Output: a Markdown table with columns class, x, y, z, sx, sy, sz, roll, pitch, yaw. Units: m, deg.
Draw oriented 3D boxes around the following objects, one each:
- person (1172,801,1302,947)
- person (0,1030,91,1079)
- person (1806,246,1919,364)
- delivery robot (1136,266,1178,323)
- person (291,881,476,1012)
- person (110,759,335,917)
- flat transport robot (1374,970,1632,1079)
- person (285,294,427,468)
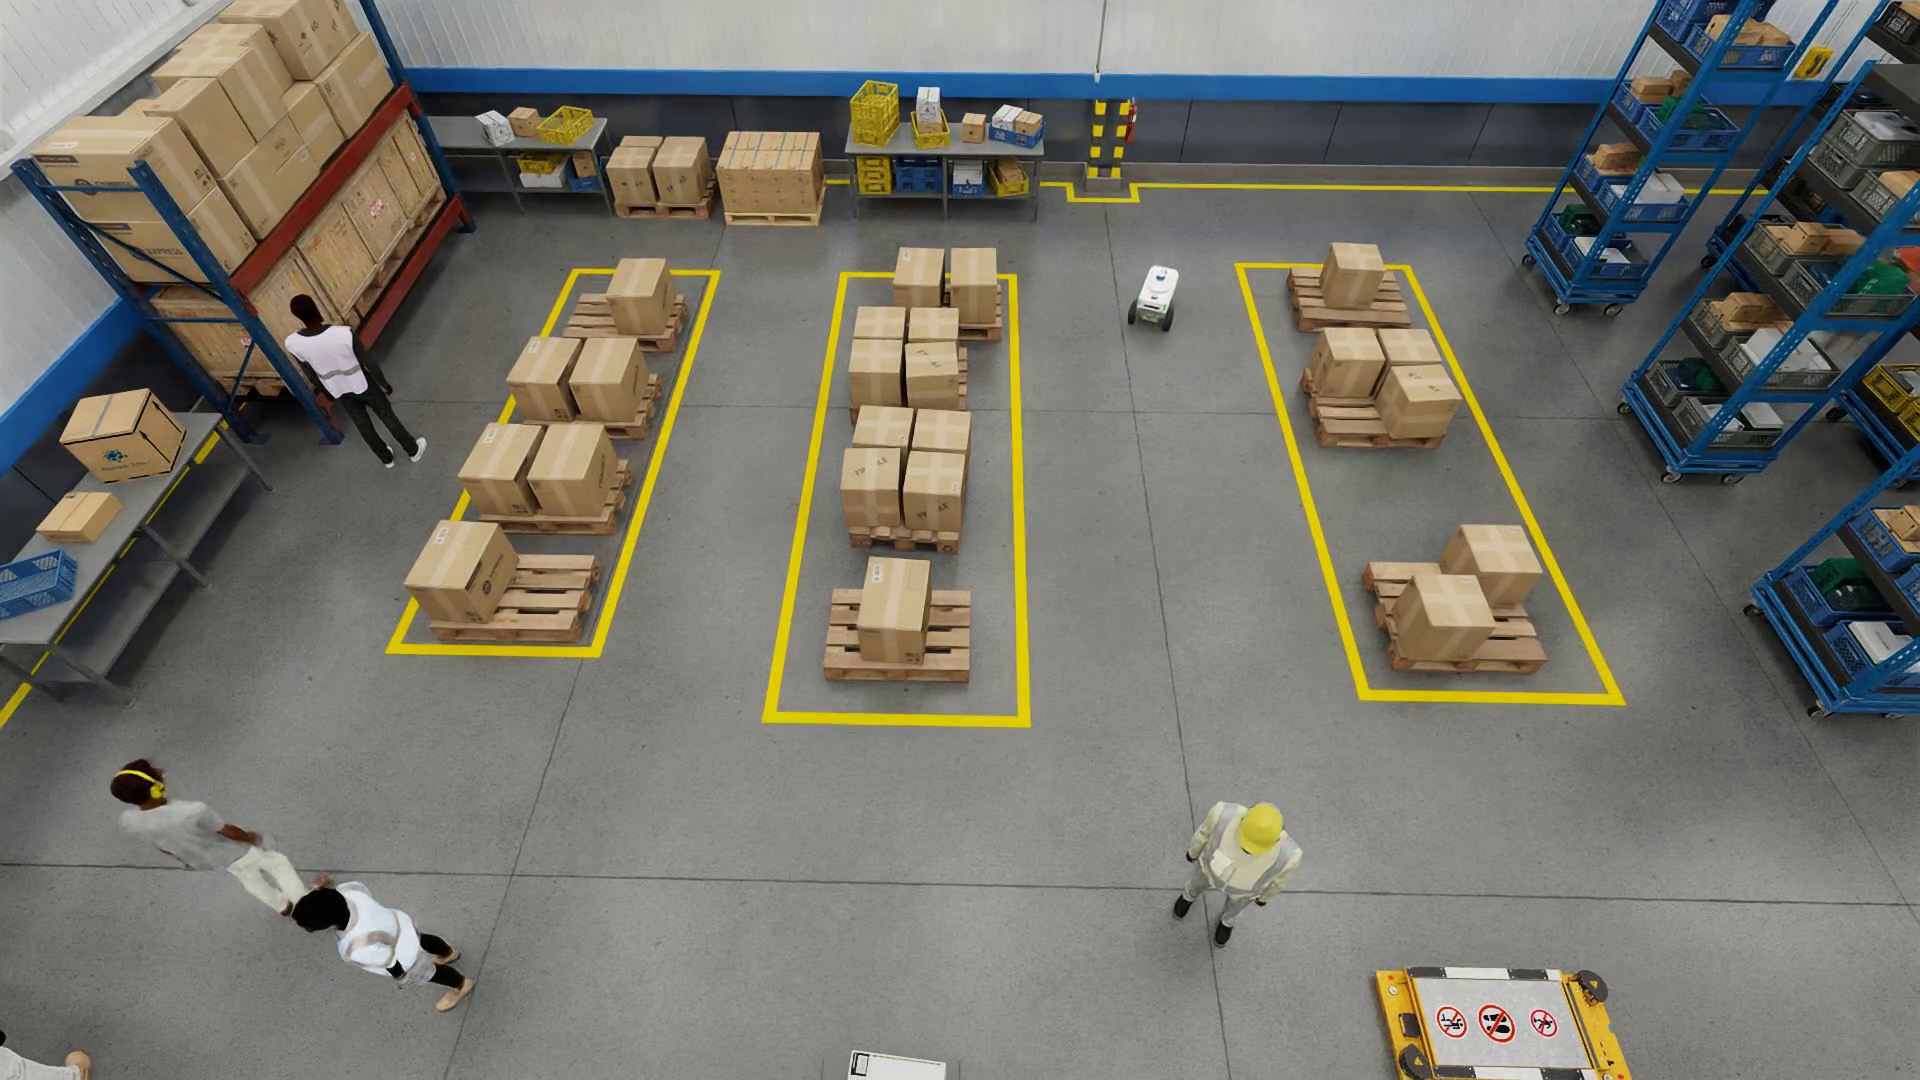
| class | x | y | z | sx | sy | sz | roll | pitch | yaw |
| --- | --- | --- | --- | --- | --- | --- | --- | --- | --- |
| person | 1.706 | 2.084 | 5.775 | 0.589 | 1.824 | 0.403 | 30 | 57 | 22 |
| person | -5.715 | 2.943 | 5.064 | 0.429 | 1.840 | 0.637 | 34 | 59 | 25 |
| person | 8.792 | -2.119 | 9.111 | 0.639 | 1.960 | 0.672 | 25 | 55 | 19 |
| delivery robot | 2.280 | -2.865 | 10.563 | 0.477 | 0.478 | 0.707 | 16 | 53 | 13 |
| person | -3.449 | 2.458 | 5.549 | 0.317 | 1.696 | 0.540 | -31 | 57 | -23 |
| person | -4.729 | 1.985 | 5.838 | 0.568 | 1.849 | 0.457 | -6 | 51 | -5 |
| flat transport robot | 3.501 | 3.133 | 5.914 | 1.431 | 0.197 | 0.652 | 1 | 51 | 1 |
| person | -5.691 | -1.443 | 8.590 | 0.590 | 1.919 | 0.395 | -13 | 52 | -10 |
